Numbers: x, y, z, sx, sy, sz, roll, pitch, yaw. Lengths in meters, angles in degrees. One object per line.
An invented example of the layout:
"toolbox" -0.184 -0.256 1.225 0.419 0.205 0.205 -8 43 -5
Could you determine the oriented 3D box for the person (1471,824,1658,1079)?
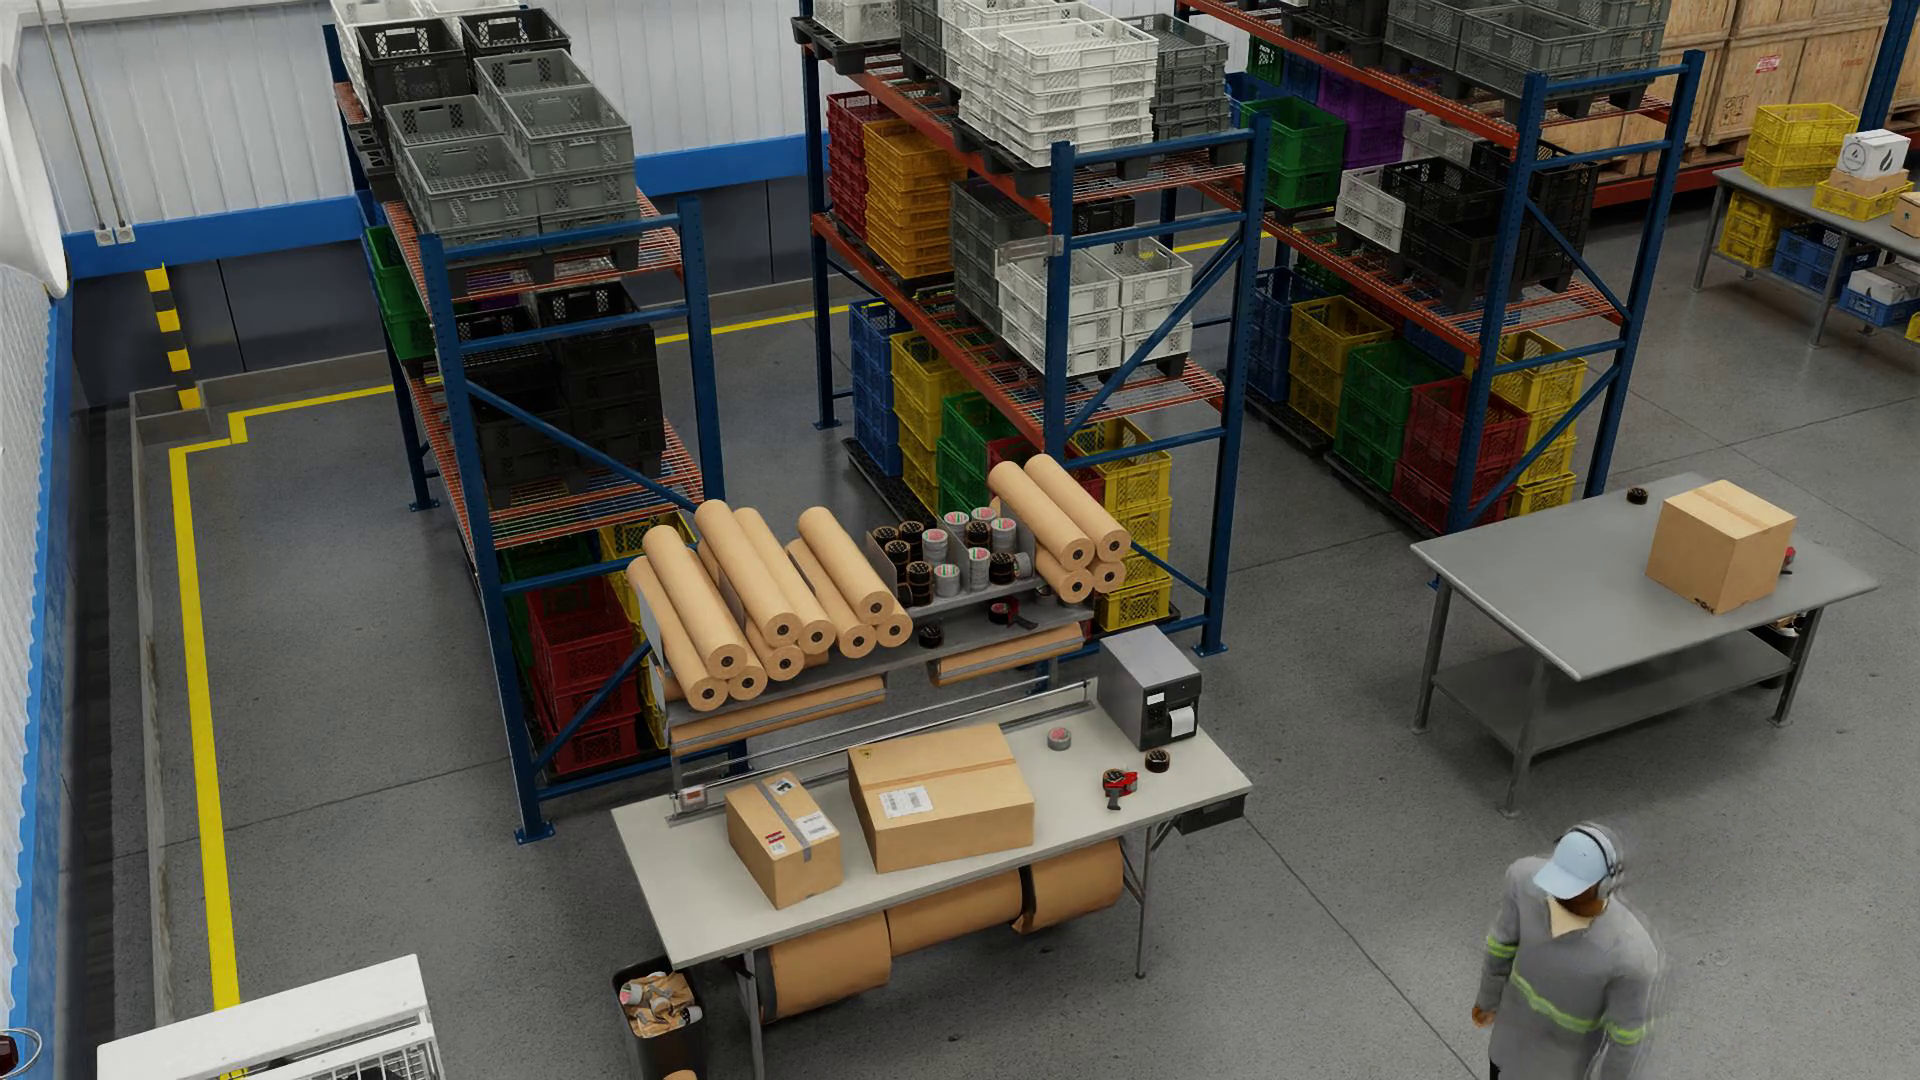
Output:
"person" 2.031 1.684 5.738 0.484 1.837 0.594 -16 35 -25
